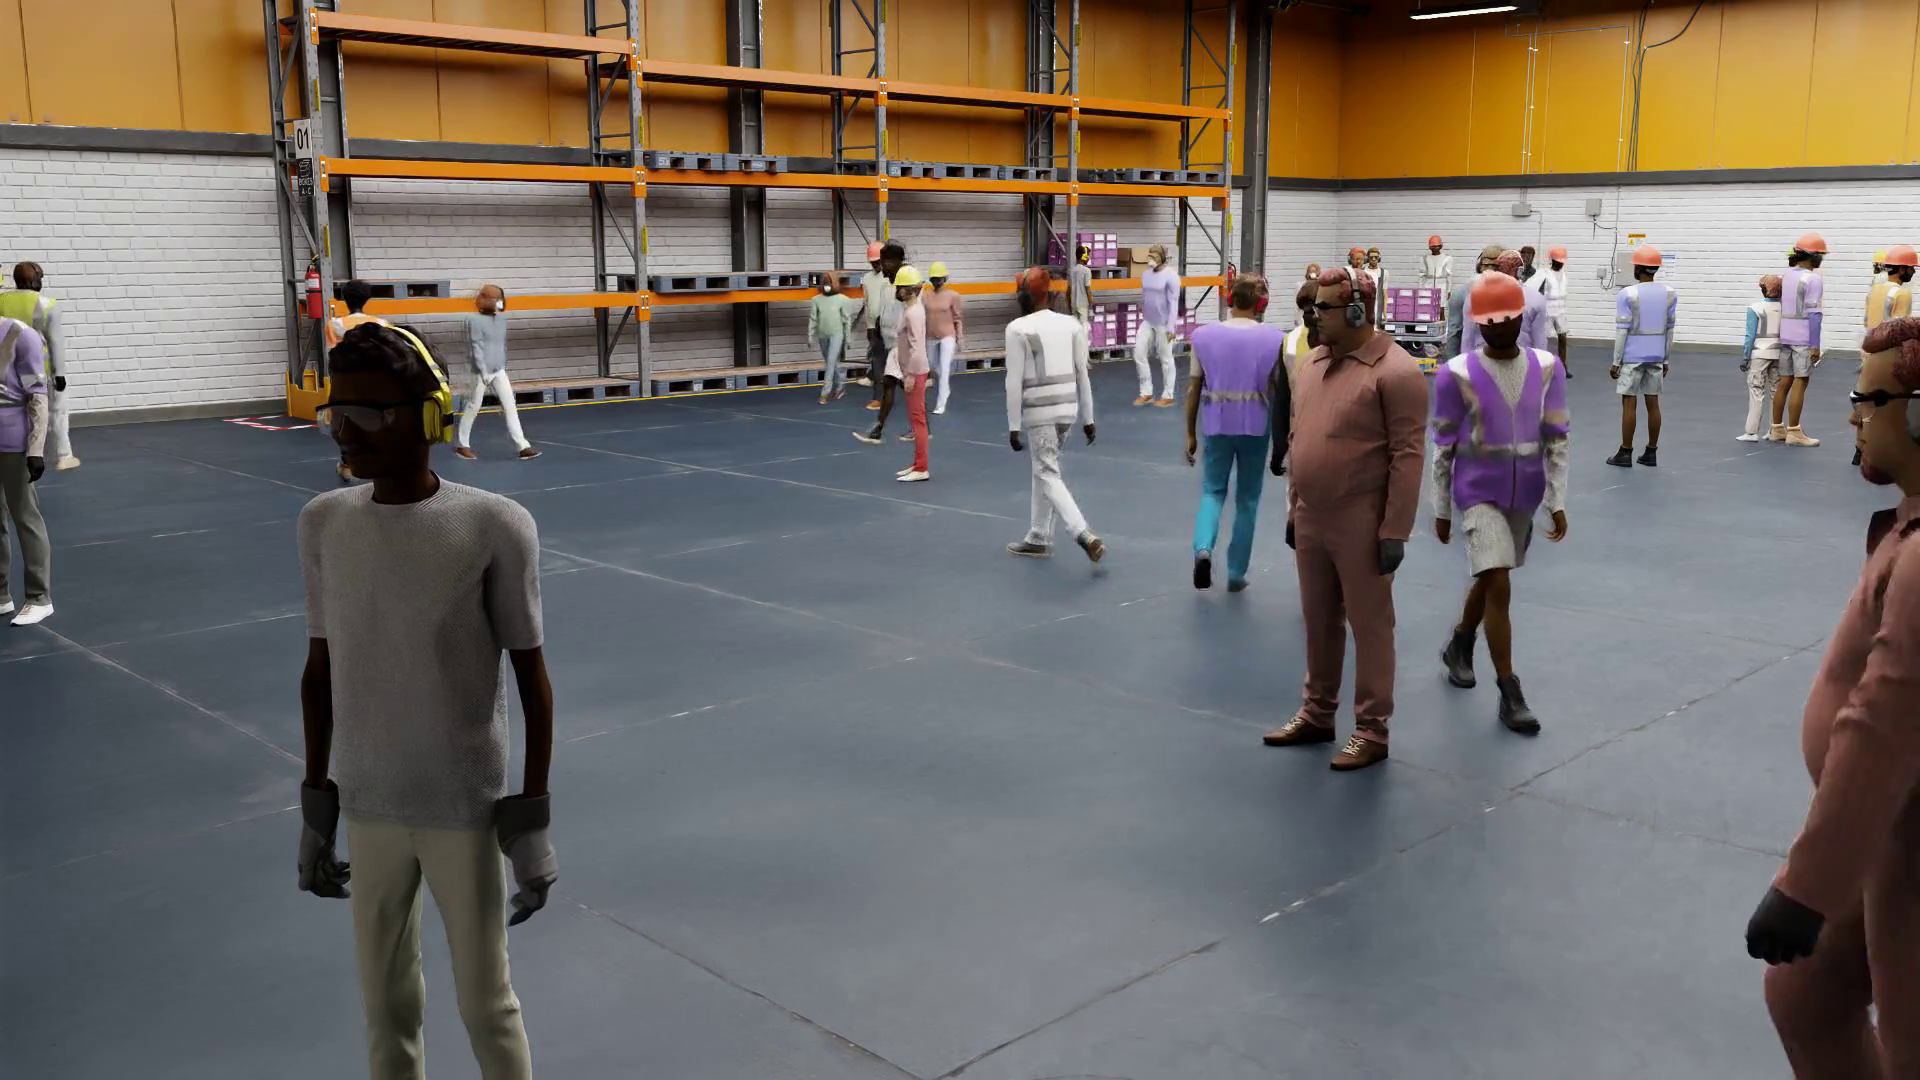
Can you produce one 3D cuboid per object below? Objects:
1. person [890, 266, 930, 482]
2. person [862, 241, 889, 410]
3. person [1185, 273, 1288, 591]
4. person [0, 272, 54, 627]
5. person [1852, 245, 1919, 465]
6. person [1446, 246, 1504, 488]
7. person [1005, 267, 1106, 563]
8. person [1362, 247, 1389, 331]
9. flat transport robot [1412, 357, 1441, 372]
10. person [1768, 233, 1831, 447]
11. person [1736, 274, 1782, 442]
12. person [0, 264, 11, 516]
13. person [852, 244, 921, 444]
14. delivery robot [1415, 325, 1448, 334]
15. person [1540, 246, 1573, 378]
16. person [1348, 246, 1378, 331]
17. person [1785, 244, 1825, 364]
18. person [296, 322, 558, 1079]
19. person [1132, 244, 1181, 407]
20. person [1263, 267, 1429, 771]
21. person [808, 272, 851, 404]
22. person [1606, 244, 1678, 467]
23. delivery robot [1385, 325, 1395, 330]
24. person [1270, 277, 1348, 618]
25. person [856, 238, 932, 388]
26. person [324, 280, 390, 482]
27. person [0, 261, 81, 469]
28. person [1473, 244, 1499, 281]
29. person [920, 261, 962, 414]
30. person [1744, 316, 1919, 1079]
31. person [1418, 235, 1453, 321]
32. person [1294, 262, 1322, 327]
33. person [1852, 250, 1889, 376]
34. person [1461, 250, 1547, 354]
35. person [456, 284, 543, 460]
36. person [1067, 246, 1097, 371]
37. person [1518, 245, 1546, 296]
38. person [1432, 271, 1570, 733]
[{"bbox_3d":[-0.412,-1.364,13.733,0.325,1.767,0.533,0,10,0],"label":"person"},{"bbox_3d":[-0.820,-2.520,19.542,0.639,1.957,0.797,7,12,33],"label":"person"},{"bbox_3d":[1.556,-0.581,9.340,0.588,1.818,0.534,3,11,16],"label":"person"},{"bbox_3d":[-5.007,-0.510,8.634,0.585,1.928,0.369,3,11,14],"label":"person"},{"bbox_3d":[8.091,-1.587,14.477,0.376,1.935,0.550,0,10,-1],"label":"person"},{"bbox_3d":[4.194,-1.367,13.283,0.632,1.936,0.359,0,10,2],"label":"person"},{"bbox_3d":[0.600,-0.745,10.177,0.620,1.845,0.850,-9,14,-41],"label":"person"},{"bbox_3d":[5.994,-3.338,24.283,0.506,1.846,0.346,0,10,1],"label":"person"},{"bbox_3d":[6.380,-2.523,24.132,1.431,0.197,0.652,-10,14,-43],"label":"flat transport robot"},{"bbox_3d":[8.106,-1.918,16.003,0.383,2.040,0.616,-1,10,-4],"label":"person"},{"bbox_3d":[7.897,-1.770,16.288,0.514,1.641,0.308,-2,11,-13],"label":"person"},{"bbox_3d":[-7.006,-1.106,12.054,0.314,1.866,0.536,-3,11,-16],"label":"person"},{"bbox_3d":[-0.706,-1.901,16.208,0.957,1.920,0.607,-5,12,-26],"label":"person"},{"bbox_3d":[8.226,-3.616,29.061,0.707,0.478,0.477,2,10,10],"label":"delivery robot"},{"bbox_3d":[8.400,-3.264,23.800,0.552,1.884,0.798,-4,11,-20],"label":"person"},{"bbox_3d":[4.917,-2.712,20.761,0.580,1.882,0.341,-1,10,-5],"label":"person"},{"bbox_3d":[12.911,-3.608,25.624,0.843,1.897,0.587,7,13,35],"label":"person"},{"bbox_3d":[-1.020,0.526,3.146,0.533,1.869,0.311,2,11,12],"label":"person"},{"bbox_3d":[2.281,-2.498,19.493,0.687,1.916,0.652,-7,13,-35],"label":"person"},{"bbox_3d":[1.456,-0.080,6.358,0.399,1.903,0.644,-6,12,-28],"label":"person"},{"bbox_3d":[-1.581,-2.484,20.334,0.519,1.583,0.887,3,11,18],"label":"person"},{"bbox_3d":[5.953,-1.602,14.550,0.545,1.942,0.352,-2,11,-9],"label":"person"},{"bbox_3d":[7.558,-3.674,29.374,0.707,0.478,0.477,5,12,26],"label":"delivery robot"},{"bbox_3d":[1.971,-0.485,8.847,0.632,1.806,0.451,7,13,34],"label":"person"},{"bbox_3d":[-0.832,-3.026,22.044,1.034,2.000,0.698,-5,12,-26],"label":"person"},{"bbox_3d":[-4.837,-1.251,13.404,0.550,1.657,0.842,-6,12,-29],"label":"person"},{"bbox_3d":[-7.897,-1.456,14.118,0.630,1.811,0.875,1,10,3],"label":"person"},{"bbox_3d":[6.406,-2.641,20.326,0.641,1.900,0.934,-4,11,-21],"label":"person"},{"bbox_3d":[-0.205,-2.339,19.139,0.524,1.732,0.806,4,11,20],"label":"person"},{"bbox_3d":[1.659,0.552,2.955,0.587,1.884,0.661,6,12,29],"label":"person"},{"bbox_3d":[8.929,-4.711,31.286,0.611,2.028,0.409,4,11,22],"label":"person"},{"bbox_3d":[5.241,-3.316,24.757,0.516,1.617,0.382,3,11,13],"label":"person"},{"bbox_3d":[13.128,-3.241,23.854,0.596,1.815,0.539,-7,13,-35],"label":"person"},{"bbox_3d":[4.270,-1.314,13.078,0.642,1.909,0.399,6,12,28],"label":"person"},{"bbox_3d":[-4.231,-1.502,14.978,0.872,1.587,0.512,6,12,28],"label":"person"},{"bbox_3d":[1.813,-3.463,24.911,0.328,1.865,0.521,-9,13,-39],"label":"person"},{"bbox_3d":[7.660,-3.073,22.718,0.594,1.889,0.733,3,11,16],"label":"person"},{"bbox_3d":[2.273,-0.206,7.116,0.544,1.885,1.000,-1,10,-5],"label":"person"}]
